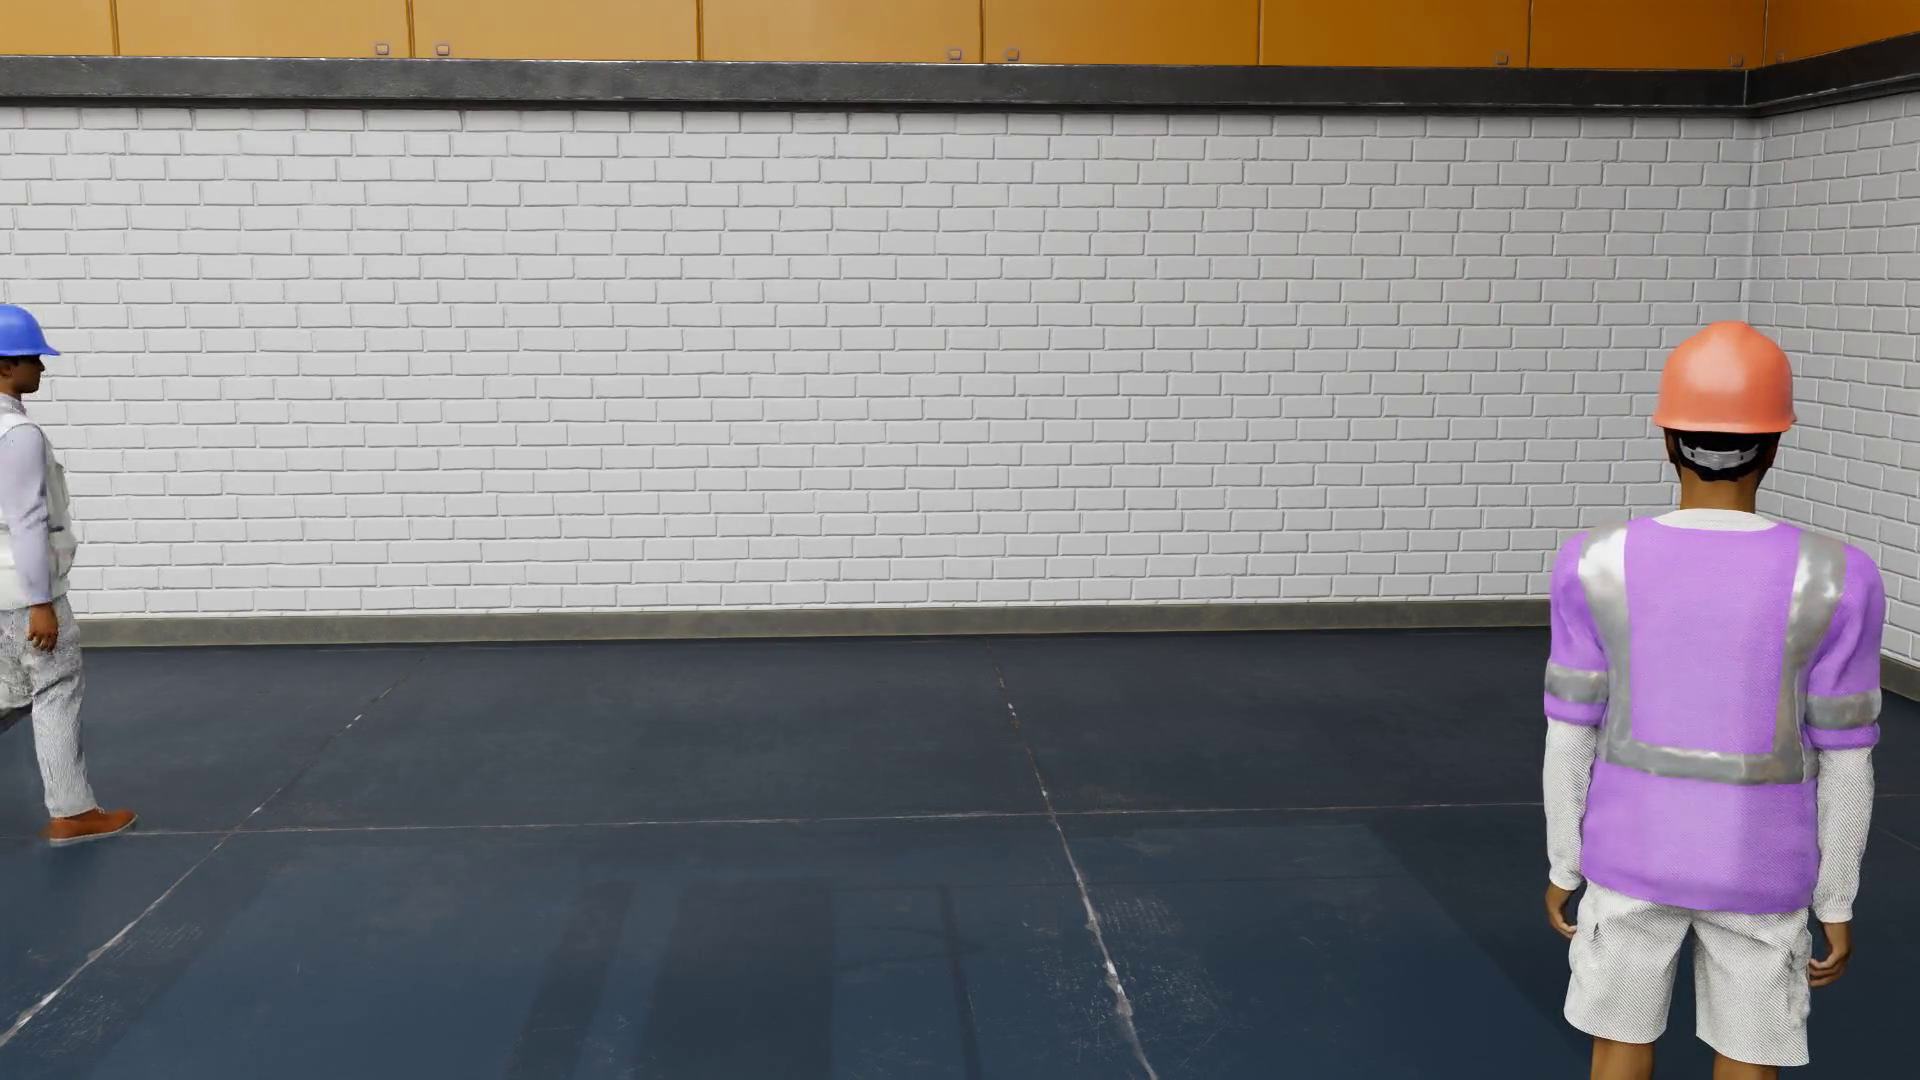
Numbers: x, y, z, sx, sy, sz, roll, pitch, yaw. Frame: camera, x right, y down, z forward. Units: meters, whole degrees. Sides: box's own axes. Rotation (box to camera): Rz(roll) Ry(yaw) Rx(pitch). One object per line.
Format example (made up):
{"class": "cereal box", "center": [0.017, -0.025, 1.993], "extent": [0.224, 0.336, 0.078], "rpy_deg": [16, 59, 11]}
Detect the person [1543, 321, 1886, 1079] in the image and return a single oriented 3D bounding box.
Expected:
{"class": "person", "center": [1.332, 0.582, 3.013], "extent": [0.545, 1.942, 0.352], "rpy_deg": [4, 10, 26]}

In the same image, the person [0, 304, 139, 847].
{"class": "person", "center": [-3.330, 0.158, 5.728], "extent": [0.613, 1.928, 0.722], "rpy_deg": [9, 13, 44]}
